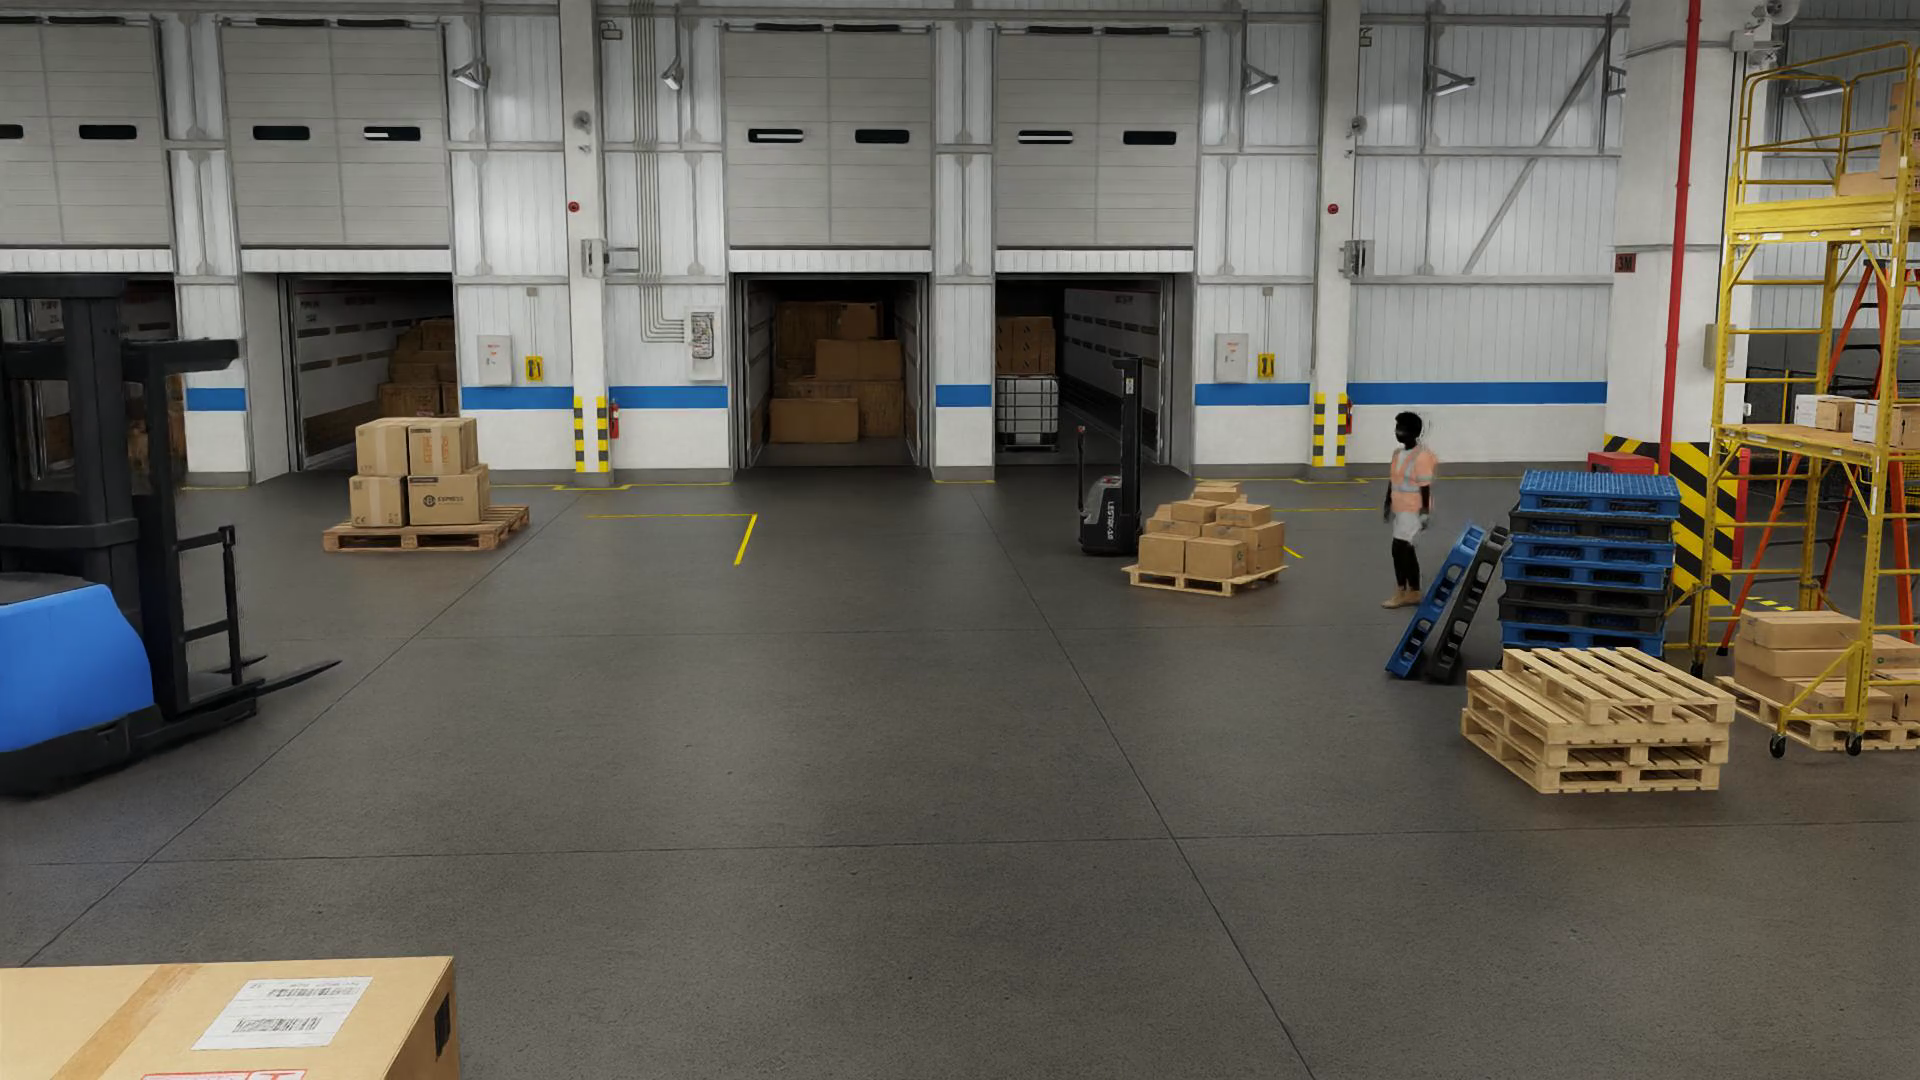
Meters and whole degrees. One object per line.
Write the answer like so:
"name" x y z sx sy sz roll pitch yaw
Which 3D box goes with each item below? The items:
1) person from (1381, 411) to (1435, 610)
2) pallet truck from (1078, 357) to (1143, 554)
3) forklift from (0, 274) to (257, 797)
"person" 3.702 -0.239 14.012 0.572 1.673 0.547 -2 9 -13
"pallet truck" 2.088 -0.836 16.757 1.885 1.965 0.823 2 9 13
"forklift" -5.235 -0.130 9.565 1.129 2.768 1.873 3 9 16
